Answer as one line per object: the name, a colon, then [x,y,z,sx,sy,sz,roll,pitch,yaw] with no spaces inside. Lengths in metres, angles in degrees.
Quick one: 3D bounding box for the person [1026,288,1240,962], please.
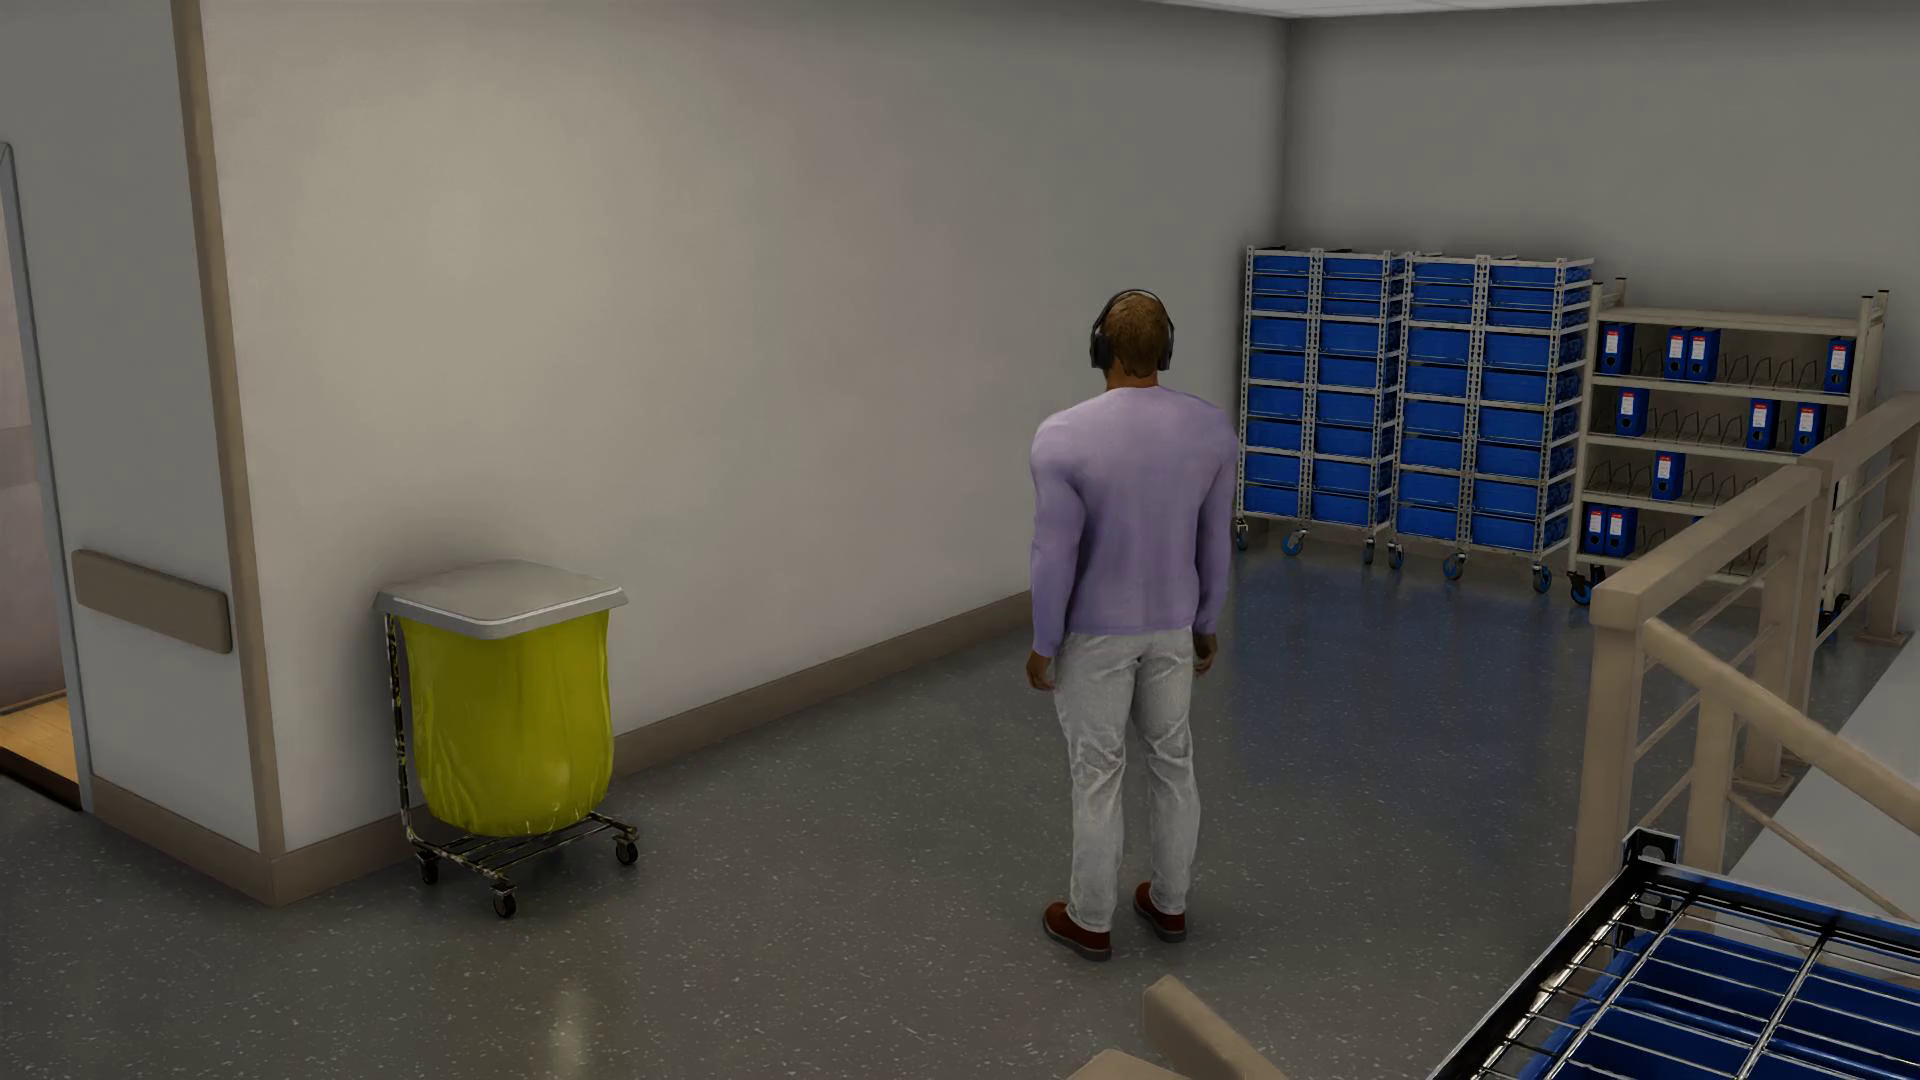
person: [0.478,0.256,4.773,0.634,1.939,0.367,-6,15,-22]
